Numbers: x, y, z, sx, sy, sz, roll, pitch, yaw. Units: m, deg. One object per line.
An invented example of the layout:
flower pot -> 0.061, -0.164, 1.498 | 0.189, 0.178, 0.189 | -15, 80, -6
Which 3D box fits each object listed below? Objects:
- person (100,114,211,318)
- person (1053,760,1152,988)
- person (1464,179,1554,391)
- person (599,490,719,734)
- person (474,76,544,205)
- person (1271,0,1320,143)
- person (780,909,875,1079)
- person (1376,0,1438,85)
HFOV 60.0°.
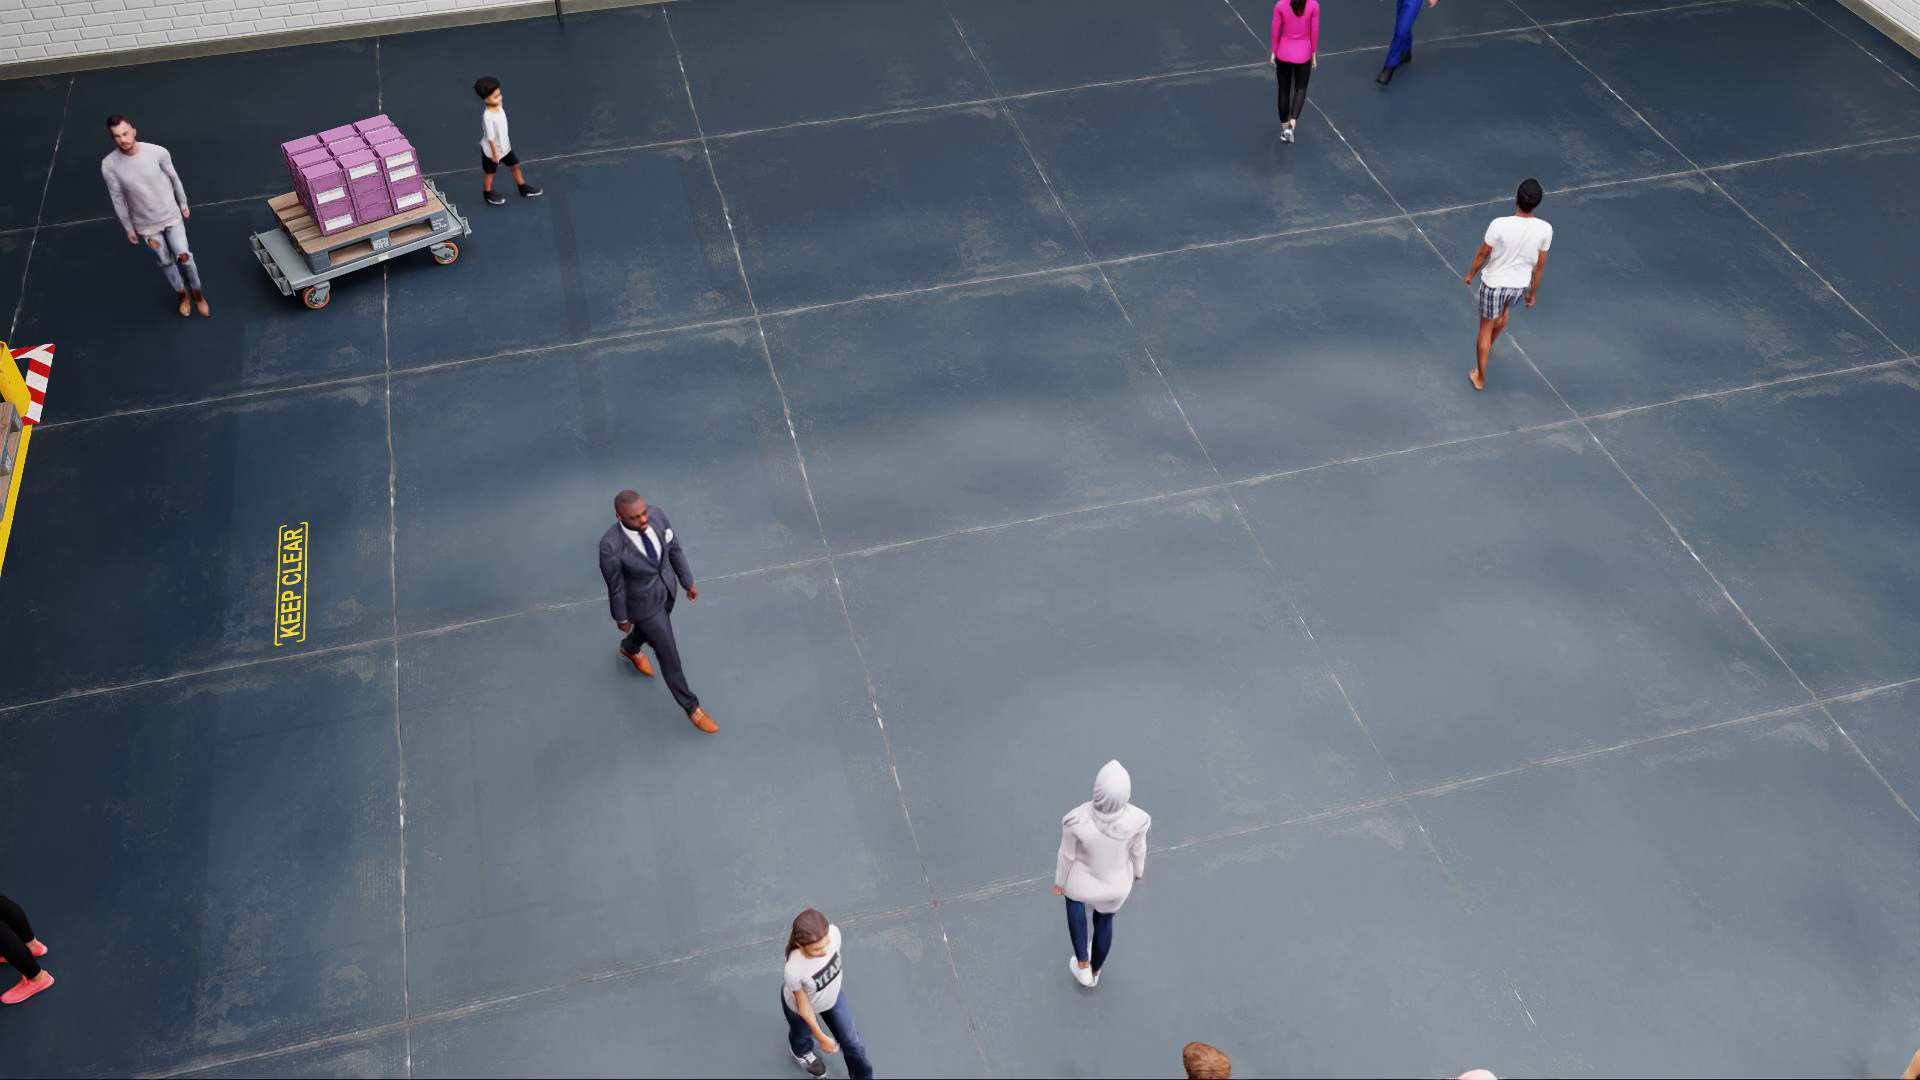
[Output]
person -> -6.502, -2.646, 13.412 | 0.718, 1.822, 0.682 | -16, 46, -16
person -> 0.728, 1.851, 8.733 | 0.705, 1.765, 0.704 | 0, 44, 0
person -> 4.173, -1.899, 12.712 | 0.810, 1.707, 0.989 | -1, 44, -1
person -> -1.968, 0.332, 10.300 | 1.259, 1.804, 1.177 | 23, 48, 23
person -> -4.177, -3.548, 14.790 | 0.731, 1.228, 0.762 | 7, 44, 7
person -> 3.068, -4.420, 15.375 | 0.792, 1.683, 0.894 | 10, 45, 11
person -> -0.794, 2.284, 8.446 | 0.960, 1.534, 0.789 | 34, 53, 30
person -> 4.513, -5.486, 16.398 | 1.085, 1.816, 1.073 | 34, 53, 30
